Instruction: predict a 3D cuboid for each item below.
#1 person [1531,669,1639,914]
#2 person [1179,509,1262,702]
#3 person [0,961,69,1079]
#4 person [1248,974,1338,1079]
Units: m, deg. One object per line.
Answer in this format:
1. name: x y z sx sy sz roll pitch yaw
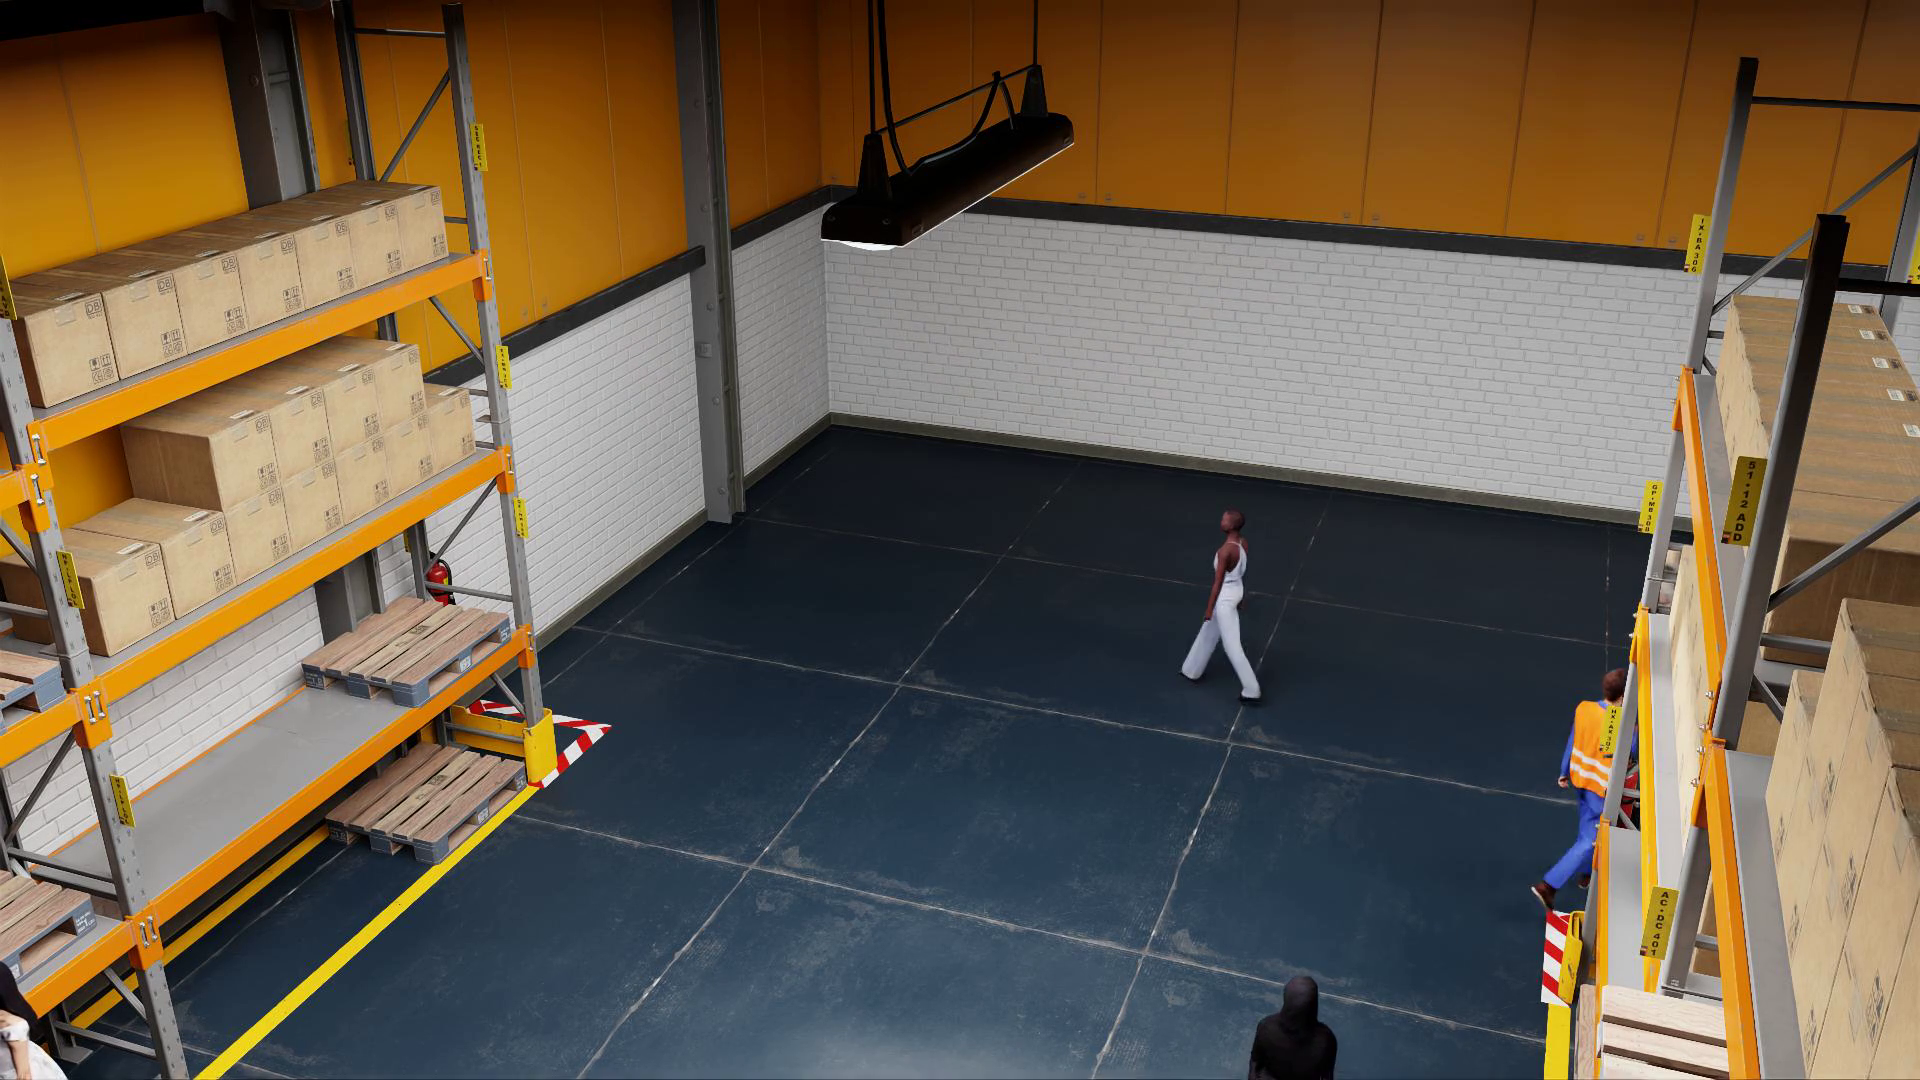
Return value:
1. person: 4.371 1.768 11.586 1.265 1.835 1.158 -13 27 -27
2. person: 2.382 0.600 14.372 0.794 1.742 1.031 14 27 29
3. person: -4.989 2.975 8.906 0.800 1.769 0.776 -19 30 -36
4. person: 1.737 3.053 8.930 0.687 1.606 1.121 5 24 12
